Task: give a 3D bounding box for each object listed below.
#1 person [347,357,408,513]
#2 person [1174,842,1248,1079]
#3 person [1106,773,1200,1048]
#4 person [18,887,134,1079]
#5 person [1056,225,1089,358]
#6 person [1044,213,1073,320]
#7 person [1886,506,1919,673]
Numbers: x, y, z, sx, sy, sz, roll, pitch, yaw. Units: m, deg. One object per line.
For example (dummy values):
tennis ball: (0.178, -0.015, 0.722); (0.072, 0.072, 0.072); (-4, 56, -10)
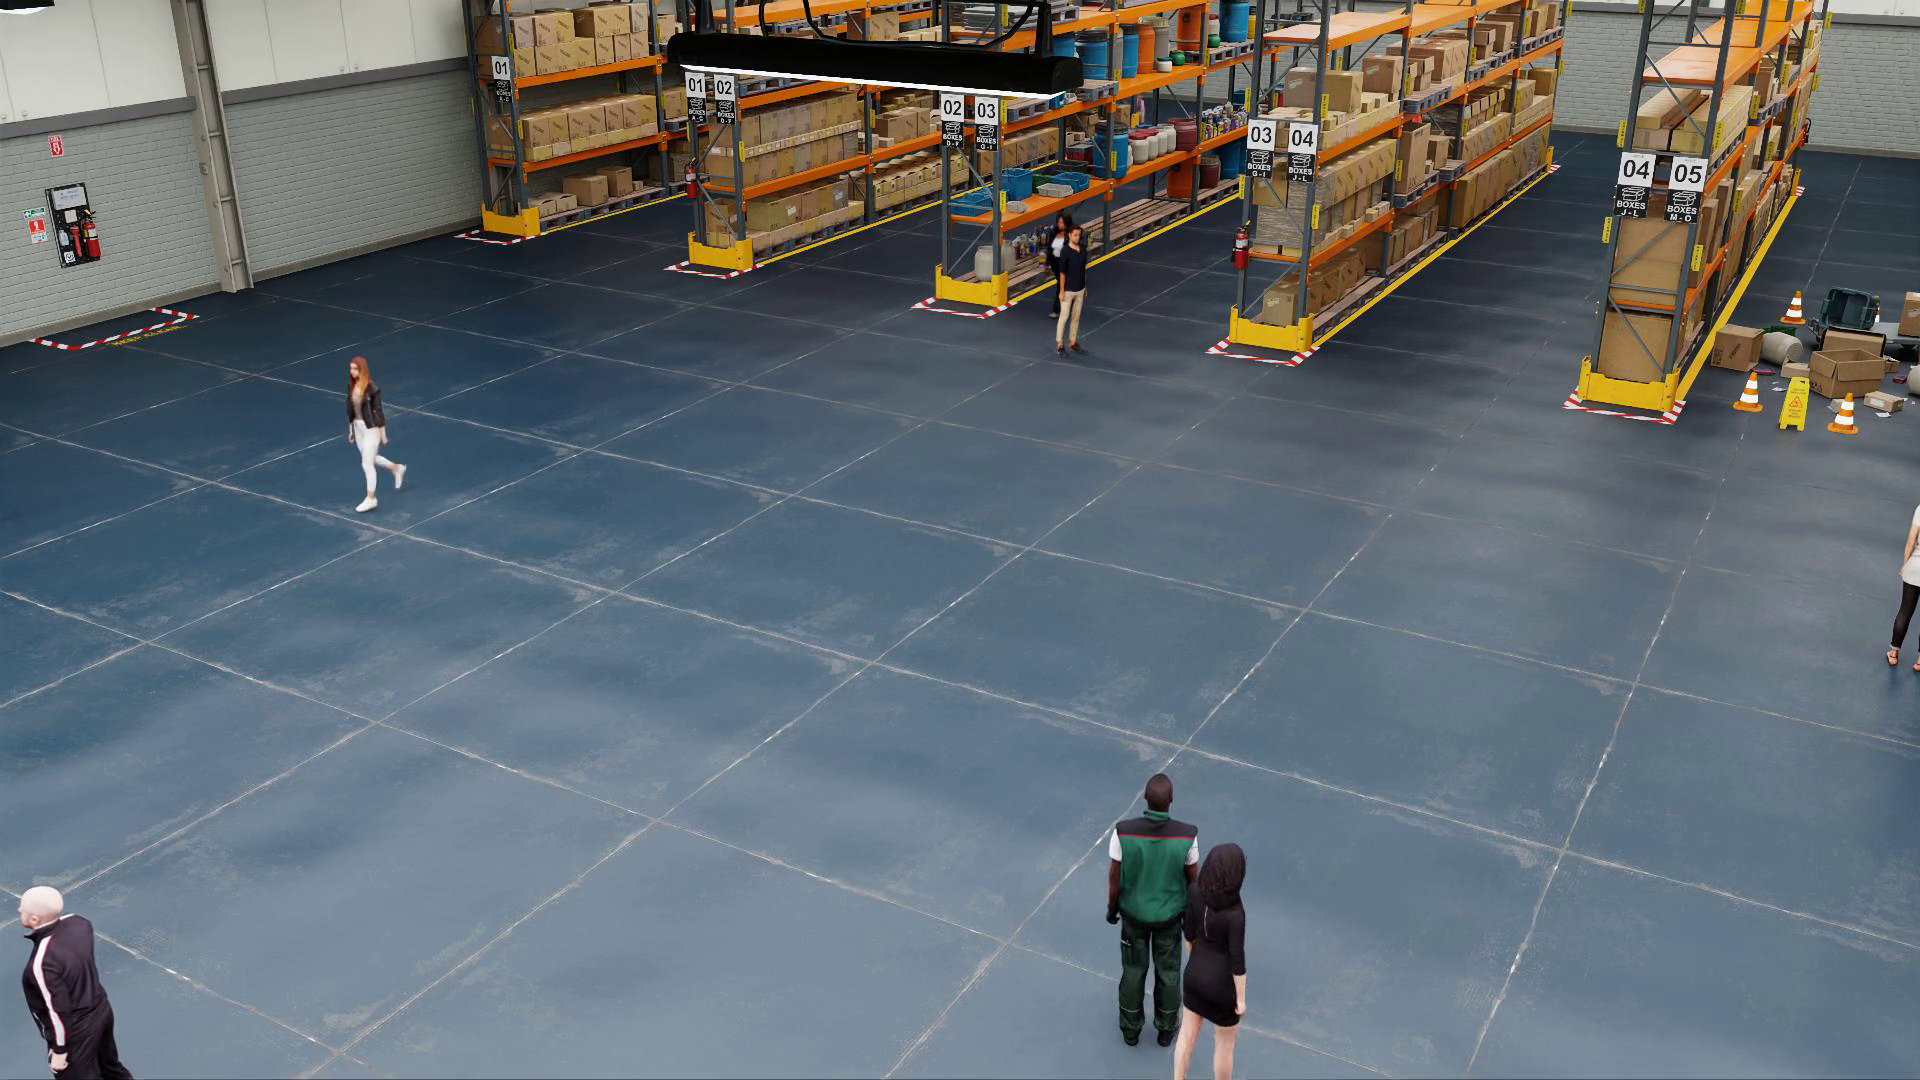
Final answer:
person: (-6.416, -1.204, 18.174); (0.597, 1.682, 1.035); (13, 26, 28)
person: (1.388, 2.501, 9.310); (0.690, 1.802, 0.690); (-16, 28, -34)
person: (1.148, 2.212, 9.941); (0.777, 1.839, 0.750); (2, 23, 5)
person: (-4.722, 2.639, 8.942); (0.826, 1.836, 0.721); (-2, 23, -4)
person: (1.580, -3.532, 23.429); (0.612, 1.854, 0.779); (-17, 28, -34)
person: (1.597, -4.192, 25.341); (0.649, 1.573, 1.113); (13, 26, 29)
person: (8.458, 0.275, 14.512); (0.637, 1.827, 0.587); (19, 30, 37)
